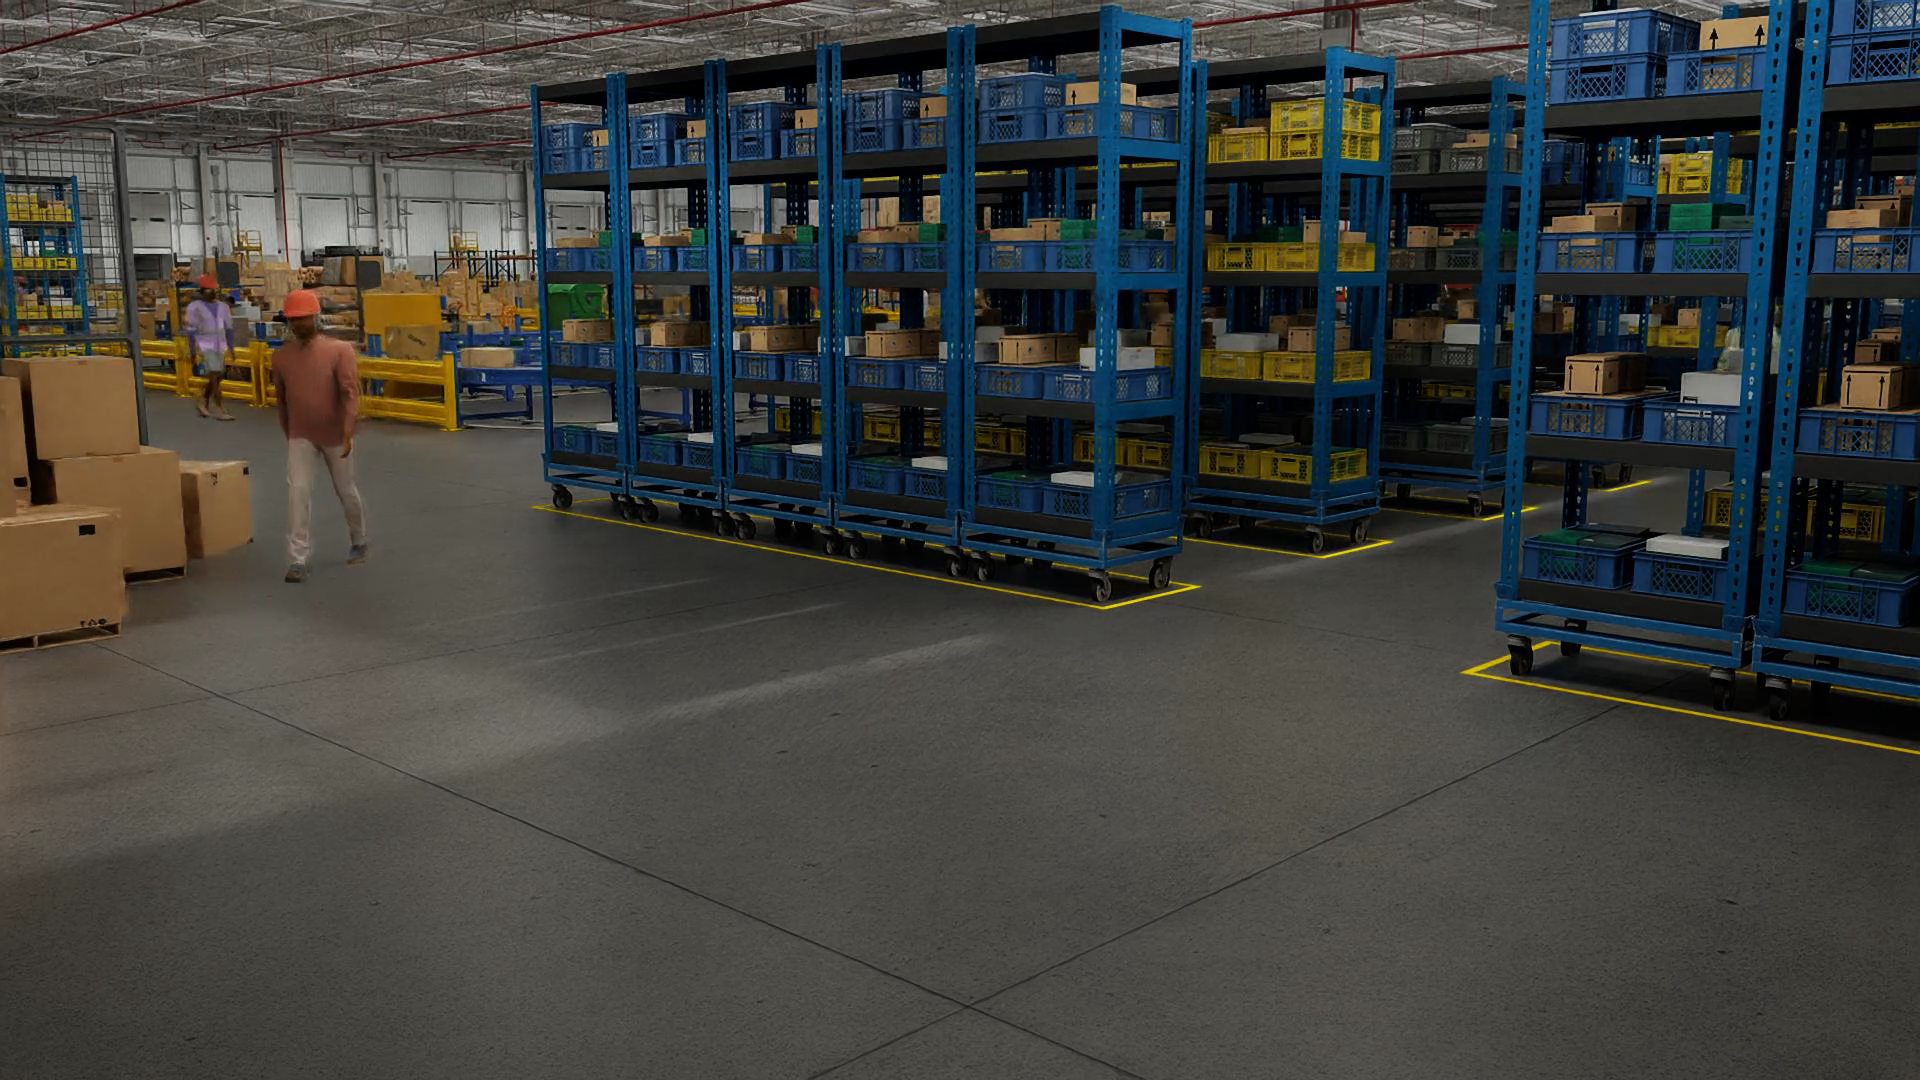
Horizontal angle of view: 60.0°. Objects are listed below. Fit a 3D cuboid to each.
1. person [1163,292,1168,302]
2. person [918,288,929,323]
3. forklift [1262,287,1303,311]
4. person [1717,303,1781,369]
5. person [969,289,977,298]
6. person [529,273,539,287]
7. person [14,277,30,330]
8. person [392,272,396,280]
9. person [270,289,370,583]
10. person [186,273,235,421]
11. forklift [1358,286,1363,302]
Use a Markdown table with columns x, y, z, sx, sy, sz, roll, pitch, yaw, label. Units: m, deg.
| x | y | z | sx | sy | sz | roll | pitch | yaw | label |
| --- | --- | --- | --- | --- | --- | --- | --- | --- | --- |
| 7.109 | -8.023 | 56.760 | 0.406 | 1.684 | 0.549 | 8 | 12 | 40 | person |
| -0.985 | -5.635 | 41.756 | 0.403 | 1.817 | 0.600 | -3 | 10 | -20 | person |
| 10.769 | -8.203 | 54.240 | 1.129 | 2.768 | 1.873 | 8 | 12 | 42 | forklift |
| 8.138 | -1.613 | 17.216 | 0.951 | 1.786 | 0.593 | -5 | 10 | -27 | person |
| 0.311 | -6.907 | 48.834 | 0.357 | 2.047 | 0.614 | 2 | 10 | 15 | person |
| -19.070 | -11.053 | 74.739 | 0.513 | 1.887 | 0.596 | -7 | 11 | -36 | person |
| -24.669 | -5.998 | 43.788 | 0.560 | 1.892 | 1.022 | 5 | 10 | 27 | person |
| -29.451 | -12.978 | 86.483 | 0.617 | 1.910 | 0.421 | 4 | 10 | 25 | person |
| -4.344 | -0.727 | 11.315 | 0.606 | 1.948 | 1.048 | -1 | 9 | -4 | person |
| -10.293 | -2.641 | 22.805 | 0.915 | 2.018 | 0.614 | 6 | 11 | 34 | person |
| 11.100 | -7.017 | 46.970 | 1.873 | 2.768 | 1.129 | 9 | 13 | 43 | forklift |
